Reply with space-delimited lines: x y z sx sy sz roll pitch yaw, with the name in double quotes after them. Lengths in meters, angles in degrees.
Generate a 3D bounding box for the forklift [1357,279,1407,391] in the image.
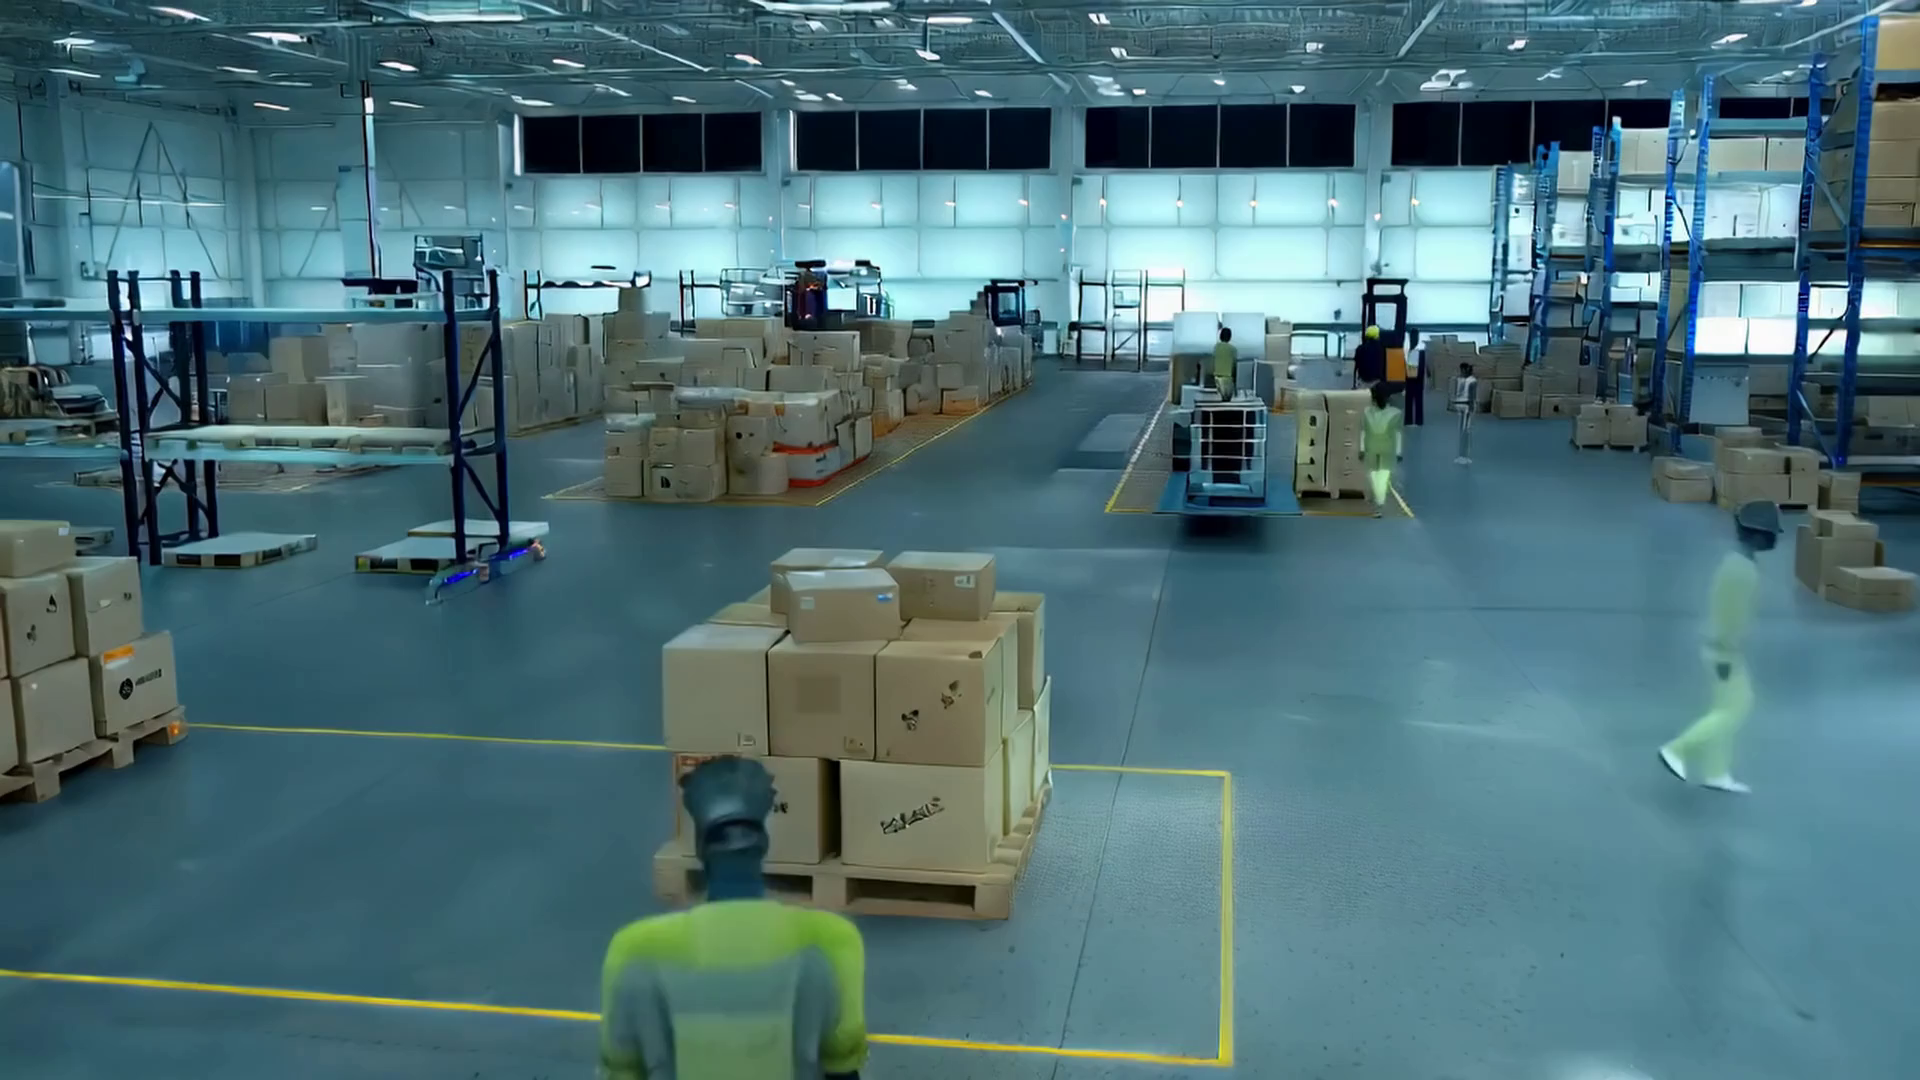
10.667 -5.162 41.749 1.129 2.768 1.873 1 9 9 "forklift"

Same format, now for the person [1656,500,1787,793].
4.411 0.622 9.565 0.522 1.739 0.565 5 11 30 "person"

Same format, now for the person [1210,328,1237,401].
5.047 -3.085 31.881 0.376 1.935 0.630 -7 11 -37 "person"

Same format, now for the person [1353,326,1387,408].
7.886 -3.125 31.962 0.605 1.974 0.451 4 10 25 "person"

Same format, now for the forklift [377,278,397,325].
-15.073 -5.503 43.852 1.873 2.768 1.129 -4 10 -25 "forklift"

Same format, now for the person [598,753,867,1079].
-0.523 1.448 3.881 0.618 1.942 0.809 -1 9 -8 "person"

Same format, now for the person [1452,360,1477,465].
7.921 -1.994 26.059 0.324 1.631 0.522 0 9 -1 "person"

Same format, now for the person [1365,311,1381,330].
12.266 -5.932 49.492 0.548 1.915 0.831 5 10 28 "person"

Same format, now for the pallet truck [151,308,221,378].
-21.869 -5.598 47.154 0.823 1.965 1.885 4 10 26 "pallet truck"

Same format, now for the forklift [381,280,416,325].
-11.960 -4.169 35.627 1.873 2.768 1.129 1 9 9 "forklift"

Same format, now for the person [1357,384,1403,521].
5.178 -1.098 20.468 0.537 1.650 0.852 6 11 34 "person"

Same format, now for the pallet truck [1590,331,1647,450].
11.253 -2.573 28.499 0.823 1.965 1.885 5 10 27 "pallet truck"

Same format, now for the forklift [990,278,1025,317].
1.321 -5.926 46.464 1.129 2.768 1.873 1 9 9 "forklift"

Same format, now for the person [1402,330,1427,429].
8.735 -3.089 31.994 0.441 1.903 0.651 -2 9 -11 "person"
